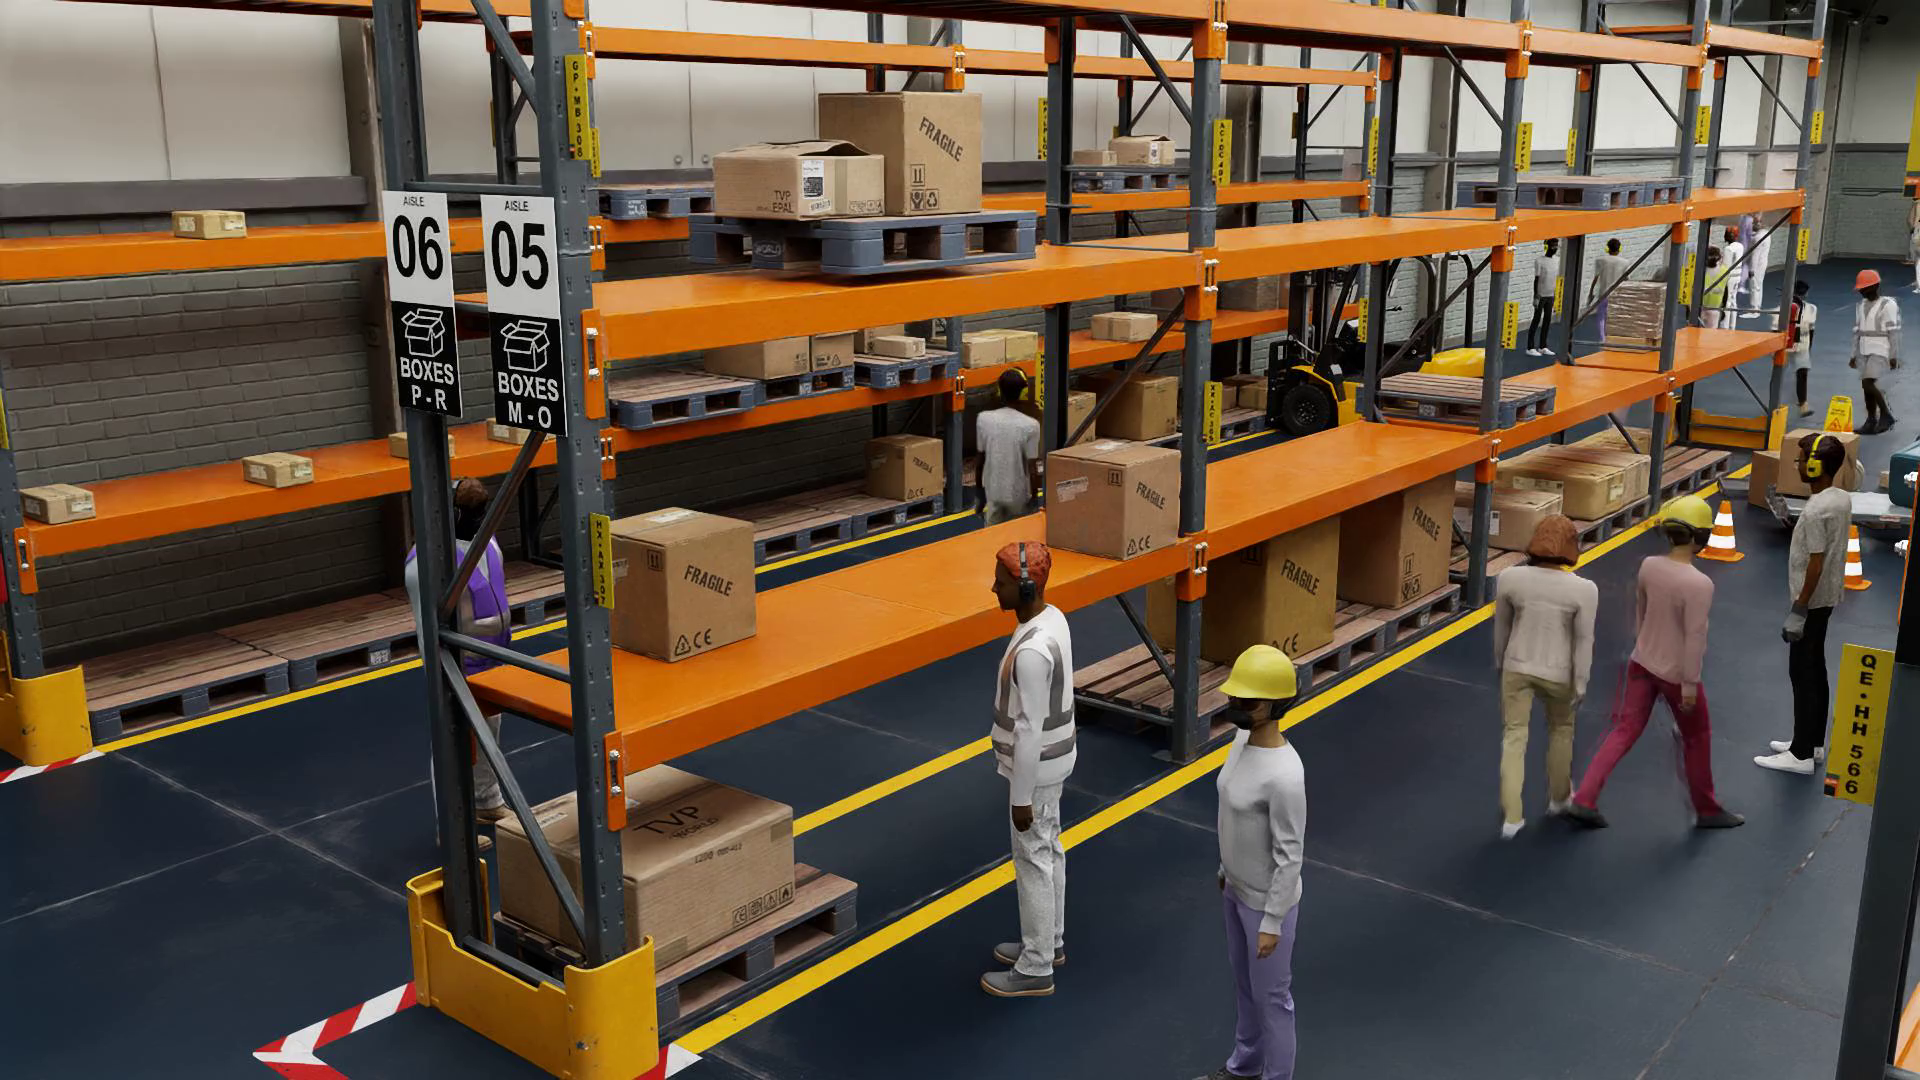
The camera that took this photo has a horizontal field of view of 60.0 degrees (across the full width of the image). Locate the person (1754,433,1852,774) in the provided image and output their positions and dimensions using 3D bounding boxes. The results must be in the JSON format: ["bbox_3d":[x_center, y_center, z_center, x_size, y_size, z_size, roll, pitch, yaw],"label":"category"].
[{"bbox_3d":[4.604,0.347,9.018,0.310,1.864,0.534,12,18,41],"label":"person"}]

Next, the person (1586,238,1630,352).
[{"bbox_3d":[10.010,-3.717,25.626,0.682,1.832,0.602,5,15,19],"label":"person"}]

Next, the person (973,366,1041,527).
[{"bbox_3d":[0.298,-0.279,11.585,0.521,1.856,0.665,5,15,21],"label":"person"}]

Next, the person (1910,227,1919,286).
[{"bbox_3d":[21.791,-6.571,37.556,0.537,1.693,0.319,-5,15,-20],"label":"person"}]

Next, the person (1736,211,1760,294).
[{"bbox_3d":[17.070,-6.308,36.129,0.396,1.875,0.815,2,14,7],"label":"person"}]

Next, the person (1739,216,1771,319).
[{"bbox_3d":[14.894,-5.103,31.150,0.402,1.899,0.632,10,17,35],"label":"person"}]

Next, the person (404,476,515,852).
[{"bbox_3d":[-2.392,0.591,8.098,0.429,1.837,0.625,5,15,18],"label":"person"}]

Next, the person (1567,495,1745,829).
[{"bbox_3d":[3.467,0.623,8.204,0.918,1.716,0.527,-3,14,-14],"label":"person"}]

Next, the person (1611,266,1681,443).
[{"bbox_3d":[7.743,-2.087,18.565,0.998,2.000,0.694,-7,15,-27],"label":"person"}]

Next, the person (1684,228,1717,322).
[{"bbox_3d":[13.602,-4.884,30.548,0.573,1.748,0.342,12,18,39],"label":"person"}]

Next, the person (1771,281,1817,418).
[{"bbox_3d":[10.190,-2.324,20.308,0.554,1.650,0.849,1,14,3],"label":"person"}]

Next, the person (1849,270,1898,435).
[{"bbox_3d":[10.433,-2.140,19.088,0.488,1.894,0.601,-2,14,-9],"label":"person"}]

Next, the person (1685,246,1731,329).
[{"bbox_3d":[11.025,-3.433,24.563,0.590,1.792,0.990,3,14,13],"label":"person"}]

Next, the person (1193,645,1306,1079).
[{"bbox_3d":[1.008,1.206,5.720,0.306,1.772,0.524,-2,14,-9],"label":"person"}]

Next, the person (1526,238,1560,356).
[{"bbox_3d":[9.119,-3.793,25.899,0.506,1.860,0.319,-7,16,-28],"label":"person"}]

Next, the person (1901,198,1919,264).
[{"bbox_3d":[25.173,-8.281,43.881,0.377,1.995,0.608,6,15,24],"label":"person"}]

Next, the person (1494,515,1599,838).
[{"bbox_3d":[2.919,0.651,8.323,0.501,1.604,0.740,8,16,30],"label":"person"}]

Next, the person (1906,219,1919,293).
[{"bbox_3d":[20.754,-6.152,35.966,0.557,1.623,0.513,-3,14,-12],"label":"person"}]

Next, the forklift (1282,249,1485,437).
[{"bbox_3d":[4.886,-2.214,18.767,2.313,2.155,1.214,11,18,38],"label":"forklift"}]

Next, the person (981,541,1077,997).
[{"bbox_3d":[0.284,0.915,6.685,0.359,1.880,0.575,2,14,10],"label":"person"}]

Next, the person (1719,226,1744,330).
[{"bbox_3d":[13.104,-4.402,28.348,0.579,1.878,0.360,-12,18,-40],"label":"person"}]
